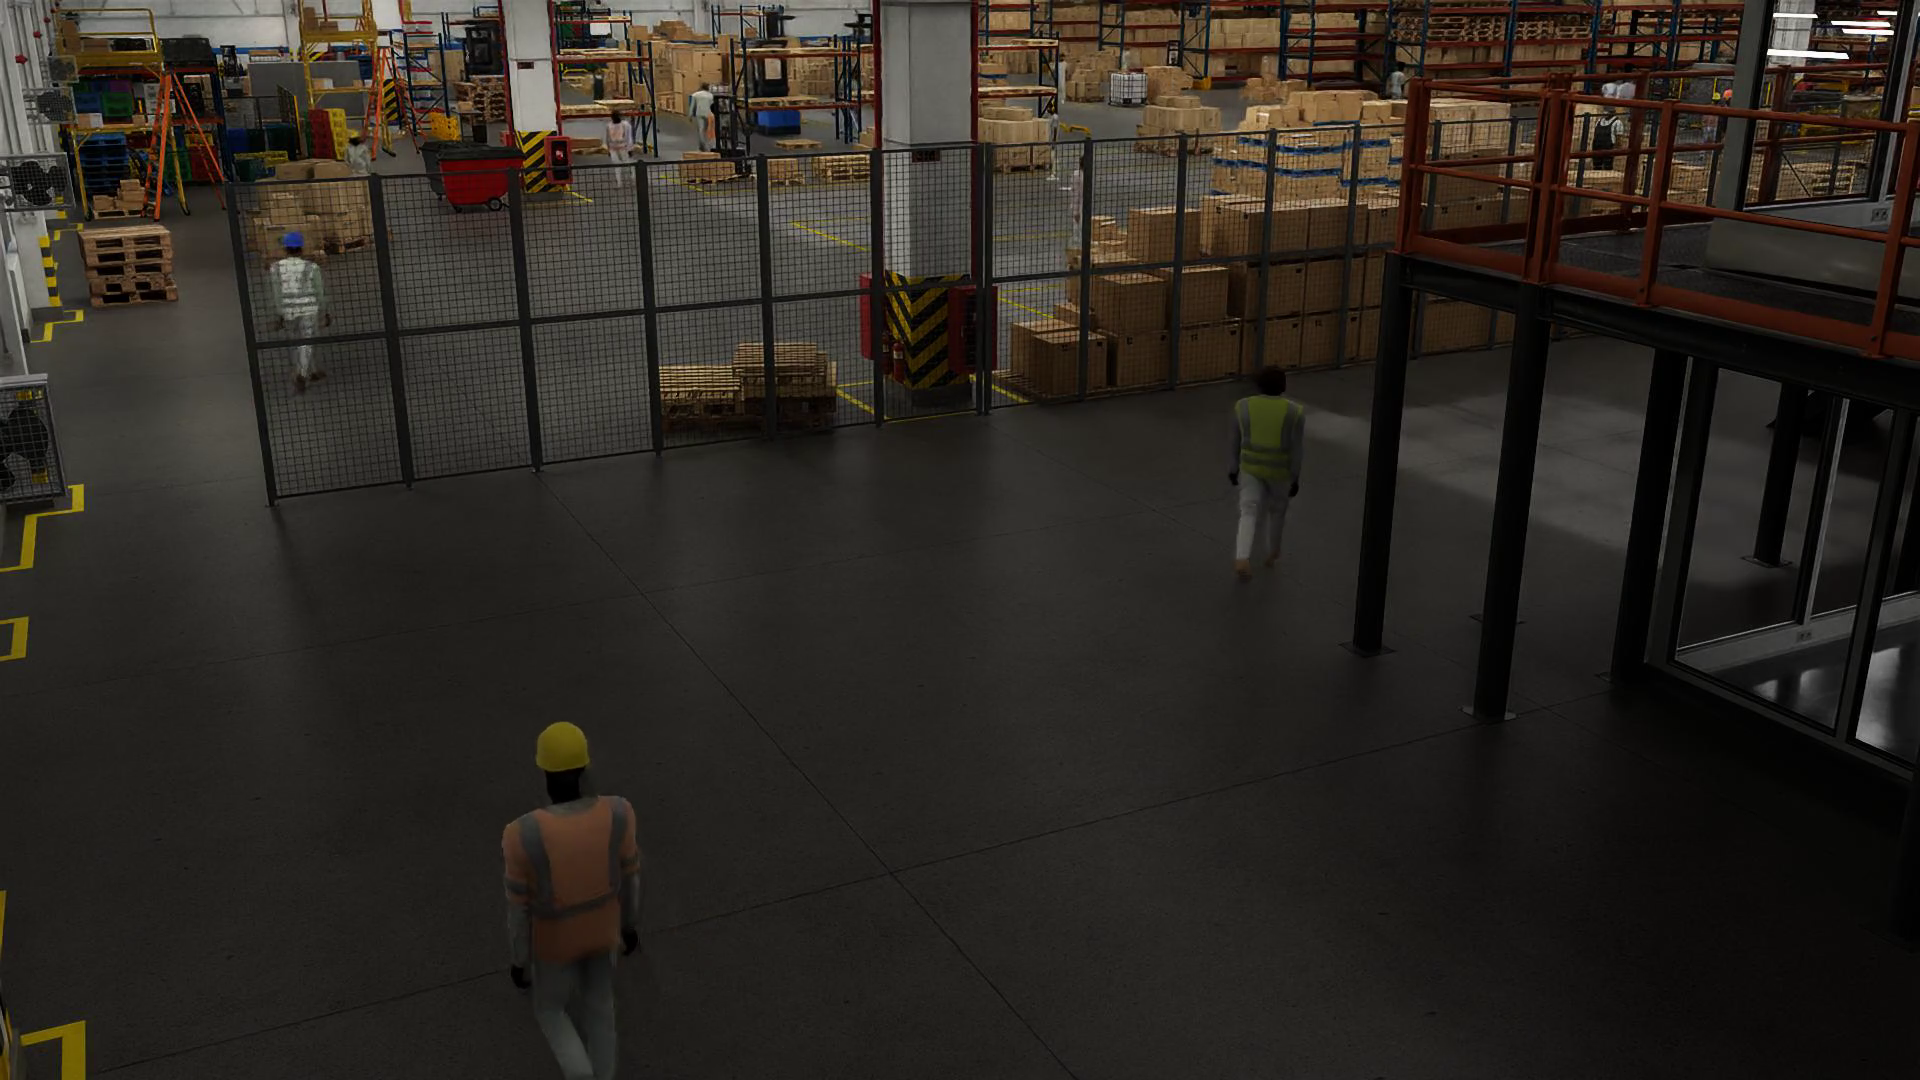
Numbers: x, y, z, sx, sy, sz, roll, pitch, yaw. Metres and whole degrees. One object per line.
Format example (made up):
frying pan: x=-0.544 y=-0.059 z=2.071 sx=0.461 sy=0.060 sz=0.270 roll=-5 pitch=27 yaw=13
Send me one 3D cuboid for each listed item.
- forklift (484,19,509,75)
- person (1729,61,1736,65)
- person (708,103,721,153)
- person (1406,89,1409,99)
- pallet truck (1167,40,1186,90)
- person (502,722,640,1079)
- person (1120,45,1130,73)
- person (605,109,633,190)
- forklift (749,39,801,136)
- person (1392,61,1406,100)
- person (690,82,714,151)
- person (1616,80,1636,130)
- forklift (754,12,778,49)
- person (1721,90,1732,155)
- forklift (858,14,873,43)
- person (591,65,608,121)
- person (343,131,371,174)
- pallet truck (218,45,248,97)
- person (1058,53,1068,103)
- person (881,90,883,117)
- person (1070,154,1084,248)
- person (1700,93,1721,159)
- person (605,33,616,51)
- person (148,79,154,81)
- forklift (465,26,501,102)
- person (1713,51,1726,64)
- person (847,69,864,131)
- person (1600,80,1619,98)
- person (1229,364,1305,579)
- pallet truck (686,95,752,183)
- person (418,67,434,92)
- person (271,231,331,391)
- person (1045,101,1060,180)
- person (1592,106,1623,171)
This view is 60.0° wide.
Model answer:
forklift: x=-19.457 y=-20.362 z=69.696 sx=1.129 sy=2.768 sz=1.873 roll=14 pitch=23 yaw=35
person: x=27.922 y=-16.505 z=60.324 sx=0.551 sy=1.677 sz=0.377 roll=14 pitch=23 yaw=35
person: x=-6.166 y=-10.120 z=41.808 sx=0.322 sy=1.691 sz=0.533 roll=-9 pitch=21 yaw=-25
person: x=11.704 y=-10.797 z=43.408 sx=0.552 sy=1.929 sz=0.388 roll=-1 pitch=19 yaw=-3
pallet truck: x=9.045 y=-19.971 z=69.895 sx=0.823 sy=1.965 sz=1.885 roll=-3 pitch=19 yaw=-8
person: x=-1.650 y=1.701 z=7.200 sx=0.604 sy=1.911 sz=0.490 roll=-12 pitch=23 yaw=-32
person: x=7.336 y=-21.086 z=73.686 sx=0.367 sy=1.626 sz=0.531 roll=-9 pitch=21 yaw=-23
person: x=-7.858 y=-9.016 z=38.392 sx=0.641 sy=1.829 sz=0.630 roll=1 pitch=19 yaw=3
forklift: x=-5.684 y=-13.817 z=50.724 sx=1.129 sy=2.768 sz=1.873 roll=-9 pitch=21 yaw=-25
person: x=14.587 y=-14.897 z=55.257 sx=0.398 sy=1.957 sz=0.607 roll=-7 pitch=20 yaw=-20
person: x=-7.157 y=-11.822 z=46.464 sx=0.705 sy=1.887 sz=0.926 roll=-5 pitch=20 yaw=-14
person: x=20.517 y=-13.469 z=51.318 sx=0.629 sy=1.814 sz=0.440 roll=1 pitch=19 yaw=4
forklift: x=-9.221 y=-24.474 z=81.615 sx=1.873 sy=2.768 sz=1.129 roll=-9 pitch=21 yaw=-25
person: x=19.340 y=-10.345 z=42.008 sx=0.393 sy=1.986 sz=0.609 roll=12 pitch=22 yaw=30
forklift: x=-4.305 y=-23.229 z=78.008 sx=1.129 sy=2.768 sz=1.873 roll=15 pitch=24 yaw=37
person: x=-12.010 y=-14.866 z=55.357 sx=0.550 sy=1.821 sz=0.542 roll=-8 pitch=21 yaw=-23
person: x=-12.556 y=-7.653 z=34.646 sx=0.503 sy=1.698 sz=0.901 roll=-1 pitch=19 yaw=-2
pallet truck: x=-28.879 y=-18.665 z=66.111 sx=0.823 sy=1.965 sz=1.885 roll=-3 pitch=19 yaw=-9
person: x=3.802 y=-17.459 z=62.848 sx=0.528 sy=1.847 sz=0.711 roll=-2 pitch=19 yaw=-6
person: x=-2.025 y=-12.420 z=48.109 sx=0.588 sy=1.930 sz=0.364 roll=4 pitch=19 yaw=11
person: x=2.080 y=-5.601 z=28.336 sx=0.371 sy=1.935 sz=0.627 roll=8 pitch=21 yaw=22
person: x=19.972 y=-10.965 z=44.138 sx=0.533 sy=1.767 sz=0.326 roll=2 pitch=19 yaw=6
person: x=-16.678 y=-23.231 z=79.444 sx=0.373 sy=1.935 sz=0.628 roll=17 pitch=25 yaw=40
person: x=-24.955 y=-13.440 z=51.518 sx=0.525 sy=1.631 sz=0.320 roll=10 pitch=22 yaw=28
forklift: x=-17.688 y=-17.560 z=61.573 sx=1.129 sy=2.768 sz=1.873 roll=-14 pitch=24 yaw=-36
person: x=31.567 y=-19.574 z=69.351 sx=0.856 sy=1.583 sz=0.523 roll=-10 pitch=21 yaw=-26
person: x=-3.343 y=-13.789 z=52.170 sx=0.726 sy=1.878 sz=0.383 roll=-15 pitch=24 yaw=-37
person: x=20.670 y=-13.983 z=53.001 sx=0.562 sy=1.675 sz=0.397 roll=6 pitch=20 yaw=16
person: x=2.552 y=-0.577 z=13.968 sx=0.633 sy=1.812 sz=0.901 roll=7 pitch=20 yaw=19
pallet truck: x=-5.836 y=-9.608 z=39.856 sx=0.823 sy=1.965 sz=1.885 roll=10 pitch=22 yaw=27
person: x=-18.883 y=-16.080 z=58.726 sx=0.554 sy=1.940 sz=0.417 roll=0 pitch=19 yaw=1
person: x=-8.014 y=-2.787 z=20.222 sx=0.625 sy=1.912 sz=0.949 roll=1 pitch=19 yaw=4
person: x=2.237 y=-9.614 z=40.091 sx=0.328 sy=1.861 sz=0.502 roll=-3 pitch=19 yaw=-10
person: x=14.560 y=-8.863 z=37.631 sx=0.538 sy=2.000 sz=0.685 roll=-12 pitch=22 yaw=-31
